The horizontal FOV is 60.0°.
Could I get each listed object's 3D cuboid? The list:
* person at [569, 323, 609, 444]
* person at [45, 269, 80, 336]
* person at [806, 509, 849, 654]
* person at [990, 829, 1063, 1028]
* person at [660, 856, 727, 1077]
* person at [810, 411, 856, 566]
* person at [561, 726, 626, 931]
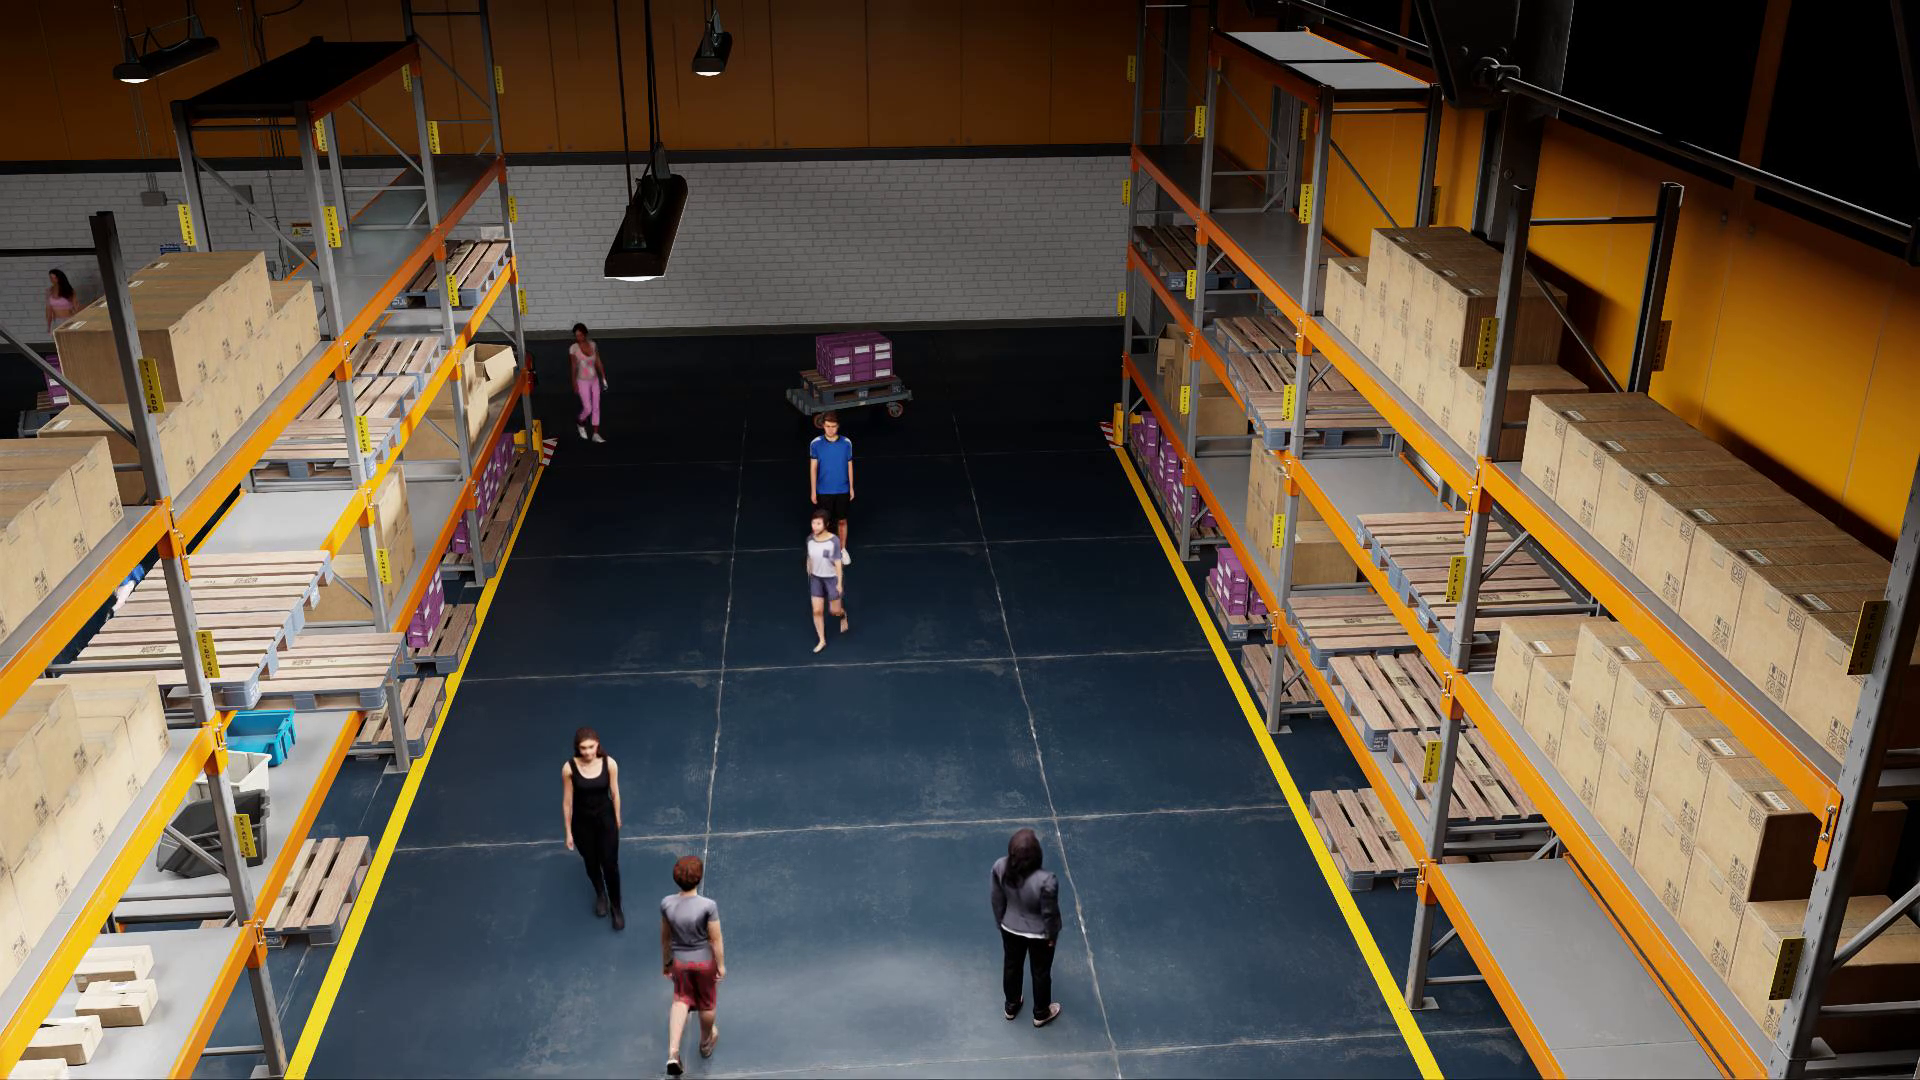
[{"bbox_3d":[-5.158,-2.159,22.789,0.840,1.731,0.781,19,30,36],"label":"person"},{"bbox_3d":[-13.575,-3.276,25.332,0.635,1.741,0.965,0,24,0],"label":"person"},{"bbox_3d":[-1.359,0.382,17.202,0.746,1.550,0.863,9,25,19],"label":"person"},{"bbox_3d":[0.482,2.727,11.779,0.797,1.597,0.834,12,27,26],"label":"person"},{"bbox_3d":[-1.834,2.921,11.290,0.717,1.634,0.976,4,24,8],"label":"person"},{"bbox_3d":[-1.454,-0.604,19.062,0.677,1.866,0.590,-4,24,-9],"label":"person"},{"bbox_3d":[-2.864,2.165,12.964,0.617,1.677,0.744,-4,24,-10],"label":"person"}]
